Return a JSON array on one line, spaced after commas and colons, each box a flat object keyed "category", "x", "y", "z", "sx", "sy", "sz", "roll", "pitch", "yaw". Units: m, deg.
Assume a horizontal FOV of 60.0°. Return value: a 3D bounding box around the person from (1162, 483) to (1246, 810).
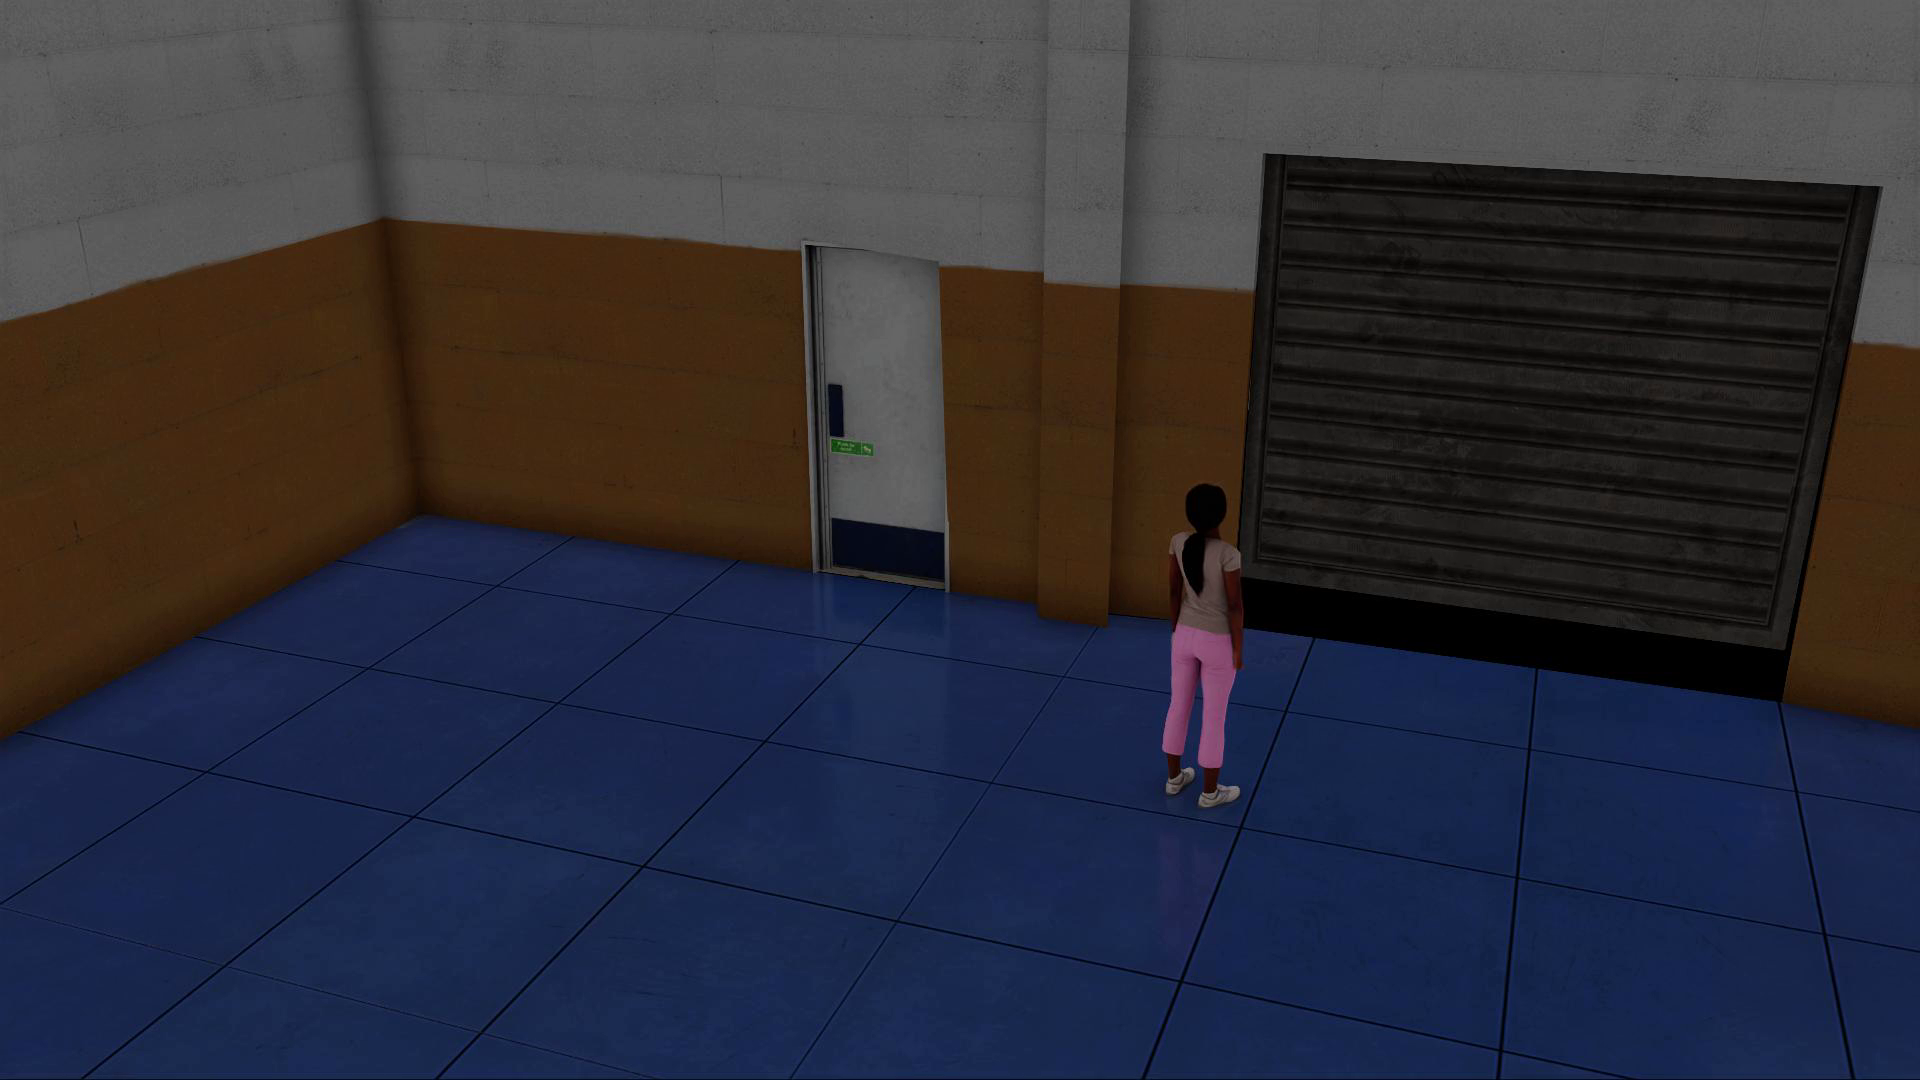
[{"category": "person", "x": 1.225, "y": 0.526, "z": 8.381, "sx": 0.575, "sy": 1.739, "sz": 0.699, "roll": 18, "pitch": 28, "yaw": 38}]
